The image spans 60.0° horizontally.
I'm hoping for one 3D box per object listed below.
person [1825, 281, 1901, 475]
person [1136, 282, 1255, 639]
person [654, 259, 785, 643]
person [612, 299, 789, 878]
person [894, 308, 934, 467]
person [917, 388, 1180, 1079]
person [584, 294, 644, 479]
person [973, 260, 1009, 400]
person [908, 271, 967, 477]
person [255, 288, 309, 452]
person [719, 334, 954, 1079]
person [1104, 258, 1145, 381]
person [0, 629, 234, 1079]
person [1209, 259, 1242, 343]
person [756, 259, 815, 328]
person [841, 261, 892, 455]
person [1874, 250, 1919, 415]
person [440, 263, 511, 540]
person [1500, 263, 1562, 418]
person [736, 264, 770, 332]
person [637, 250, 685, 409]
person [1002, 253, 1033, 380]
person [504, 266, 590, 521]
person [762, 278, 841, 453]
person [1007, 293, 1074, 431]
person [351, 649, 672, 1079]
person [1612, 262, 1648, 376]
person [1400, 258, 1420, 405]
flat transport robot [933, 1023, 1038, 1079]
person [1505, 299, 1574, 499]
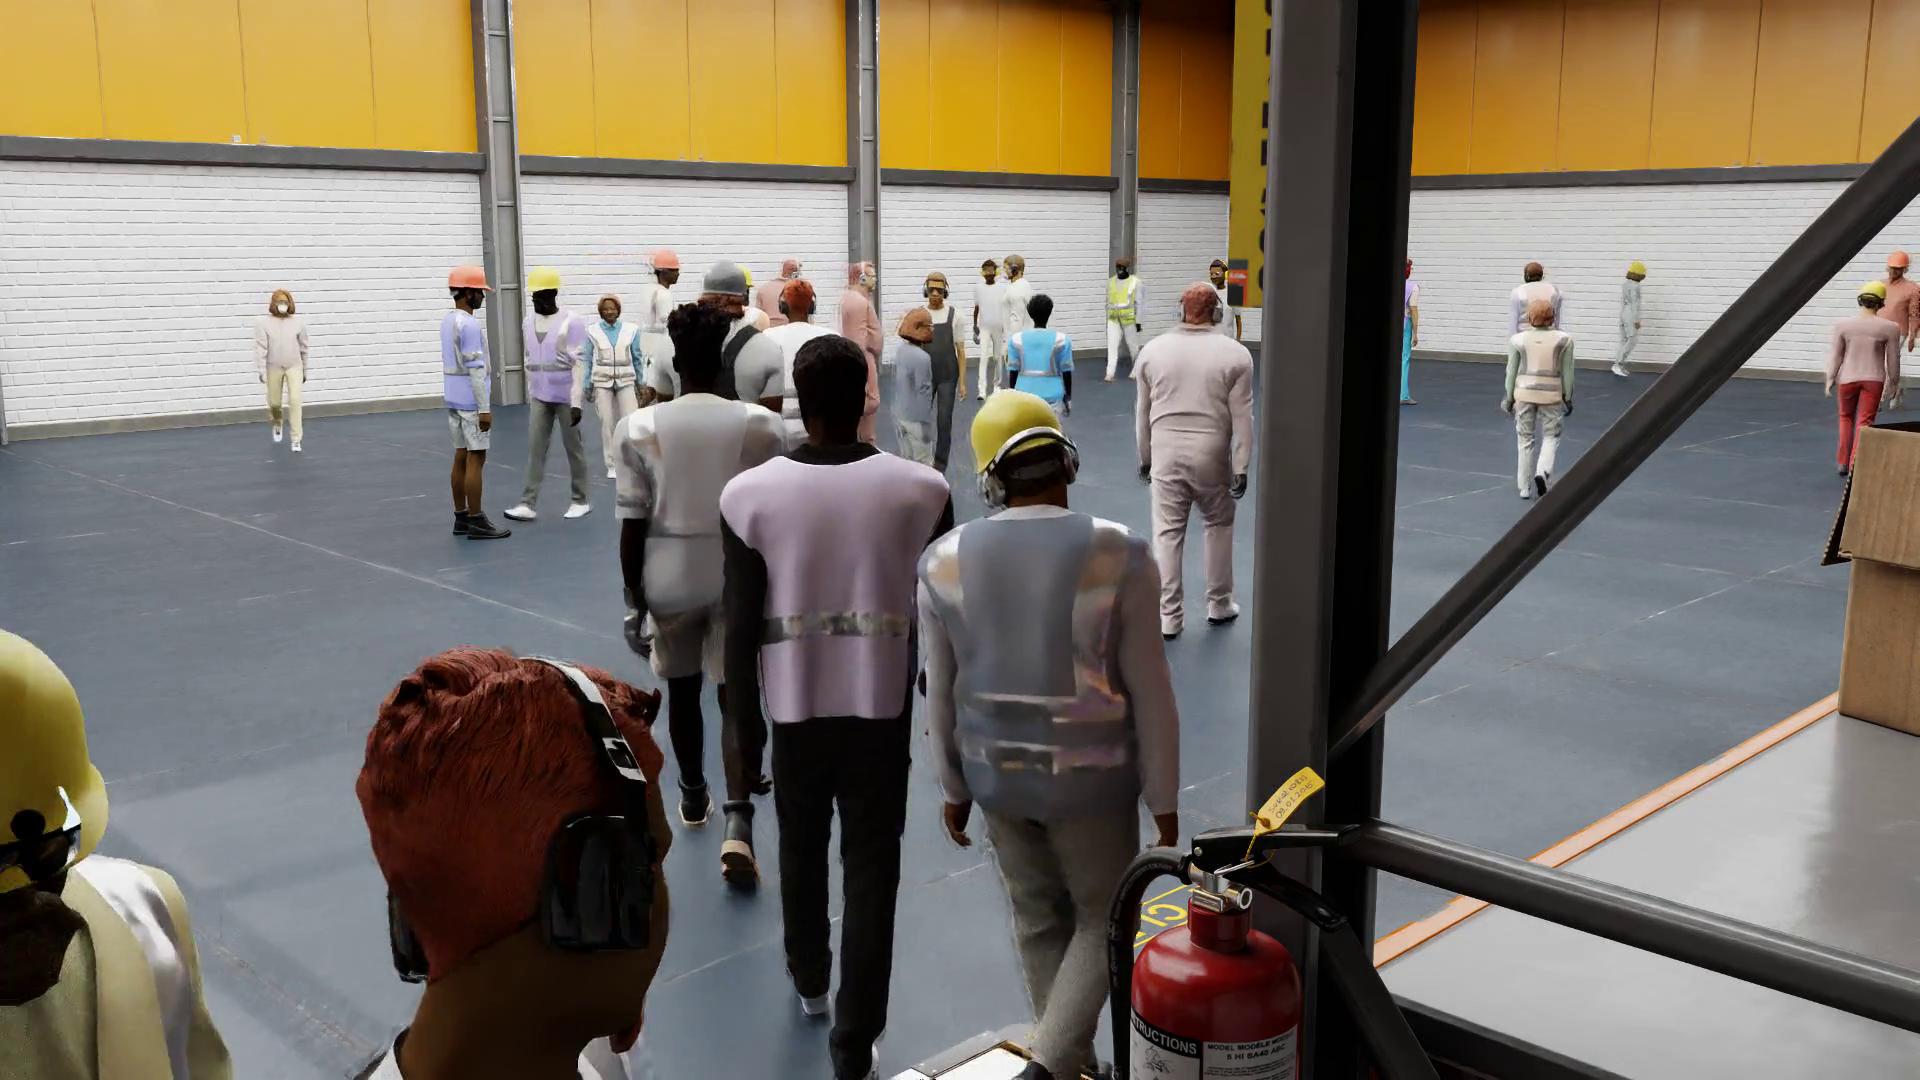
[{"bbox_3d":[7.911,-1.385,14.534,0.540,1.731,0.802,8,13,38],"label":"person"},{"bbox_3d":[1.273,-0.440,8.981,0.667,1.875,0.826,3,11,18],"label":"person"},{"bbox_3d":[-1.257,-0.479,8.756,0.681,2.000,0.864,-1,10,-6],"label":"person"},{"bbox_3d":[-0.849,0.154,5.635,0.619,1.931,0.970,-2,11,-9],"label":"person"},{"bbox_3d":[-0.378,-0.839,11.855,0.485,1.621,0.510,-5,12,-25],"label":"person"},{"bbox_3d":[0.192,0.556,3.792,0.626,1.782,0.595,4,11,23],"label":"person"},{"bbox_3d":[-3.041,-1.342,14.590,0.536,1.623,0.376,-3,11,-16],"label":"person"},{"bbox_3d":[0.412,-2.764,21.836,0.511,1.823,0.975,1,10,7],"label":"person"},{"bbox_3d":[-0.192,-1.345,14.050,0.520,1.831,0.394,1,10,3],"label":"person"},{"bbox_3d":[-6.749,-1.708,16.611,0.494,1.611,0.669,-4,11,-21],"label":"person"},{"bbox_3d":[-0.299,0.414,4.325,0.587,1.877,0.894,0,10,-1],"label":"person"},{"bbox_3d":[2.439,-3.261,24.590,0.637,1.805,0.939,6,12,28],"label":"person"},{"bbox_3d":[-0.935,0.941,1.647,0.445,1.803,0.633,3,11,18],"label":"person"},{"bbox_3d":[2.846,-2.148,18.323,0.526,1.869,0.315,6,12,30],"label":"person"},{"bbox_3d":[-1.968,-2.180,18.511,0.668,1.863,0.568,4,11,20],"label":"person"},{"bbox_3d":[-0.969,-1.692,15.773,0.580,1.889,0.663,0,10,-2],"label":"person"},{"bbox_3d":[11.167,-2.483,19.918,0.894,1.960,0.623,-7,12,-32],"label":"person"},{"bbox_3d":[-3.437,-0.966,11.717,0.379,1.940,0.551,-8,13,-37],"label":"person"},{"bbox_3d":[6.765,-2.369,19.724,0.648,1.805,0.902,0,10,2],"label":"person"},{"bbox_3d":[-1.696,-1.174,12.904,0.607,1.908,0.420,5,11,24],"label":"person"},{"bbox_3d":[-2.956,-1.874,16.522,1.066,1.991,0.632,-3,11,-18],"label":"person"},{"bbox_3d":[0.597,-2.102,17.884,0.372,1.940,0.632,1,10,8],"label":"person"},{"bbox_3d":[-3.049,-1.076,12.410,0.622,1.919,0.635,4,11,23],"label":"person"},{"bbox_3d":[-1.009,-0.690,10.372,0.603,1.860,0.693,-3,11,-15],"label":"person"},{"bbox_3d":[0.634,-1.131,13.312,0.538,1.676,0.726,2,11,11],"label":"person"},{"bbox_3d":[-0.317,1.011,1.193,0.405,1.843,0.659,1,10,6],"label":"person"},{"bbox_3d":[10.236,-3.364,25.397,0.368,1.720,0.534,2,11,10],"label":"person"},{"bbox_3d":[5.512,-2.619,20.953,0.394,1.846,0.564,-8,13,-38],"label":"person"},{"bbox_3d":[-0.106,1.389,3.400,0.652,0.197,1.431,10,14,44],"label":"flat transport robot"},{"bbox_3d":[4.650,-1.120,13.375,0.538,1.622,0.408,5,11,24],"label":"person"}]
